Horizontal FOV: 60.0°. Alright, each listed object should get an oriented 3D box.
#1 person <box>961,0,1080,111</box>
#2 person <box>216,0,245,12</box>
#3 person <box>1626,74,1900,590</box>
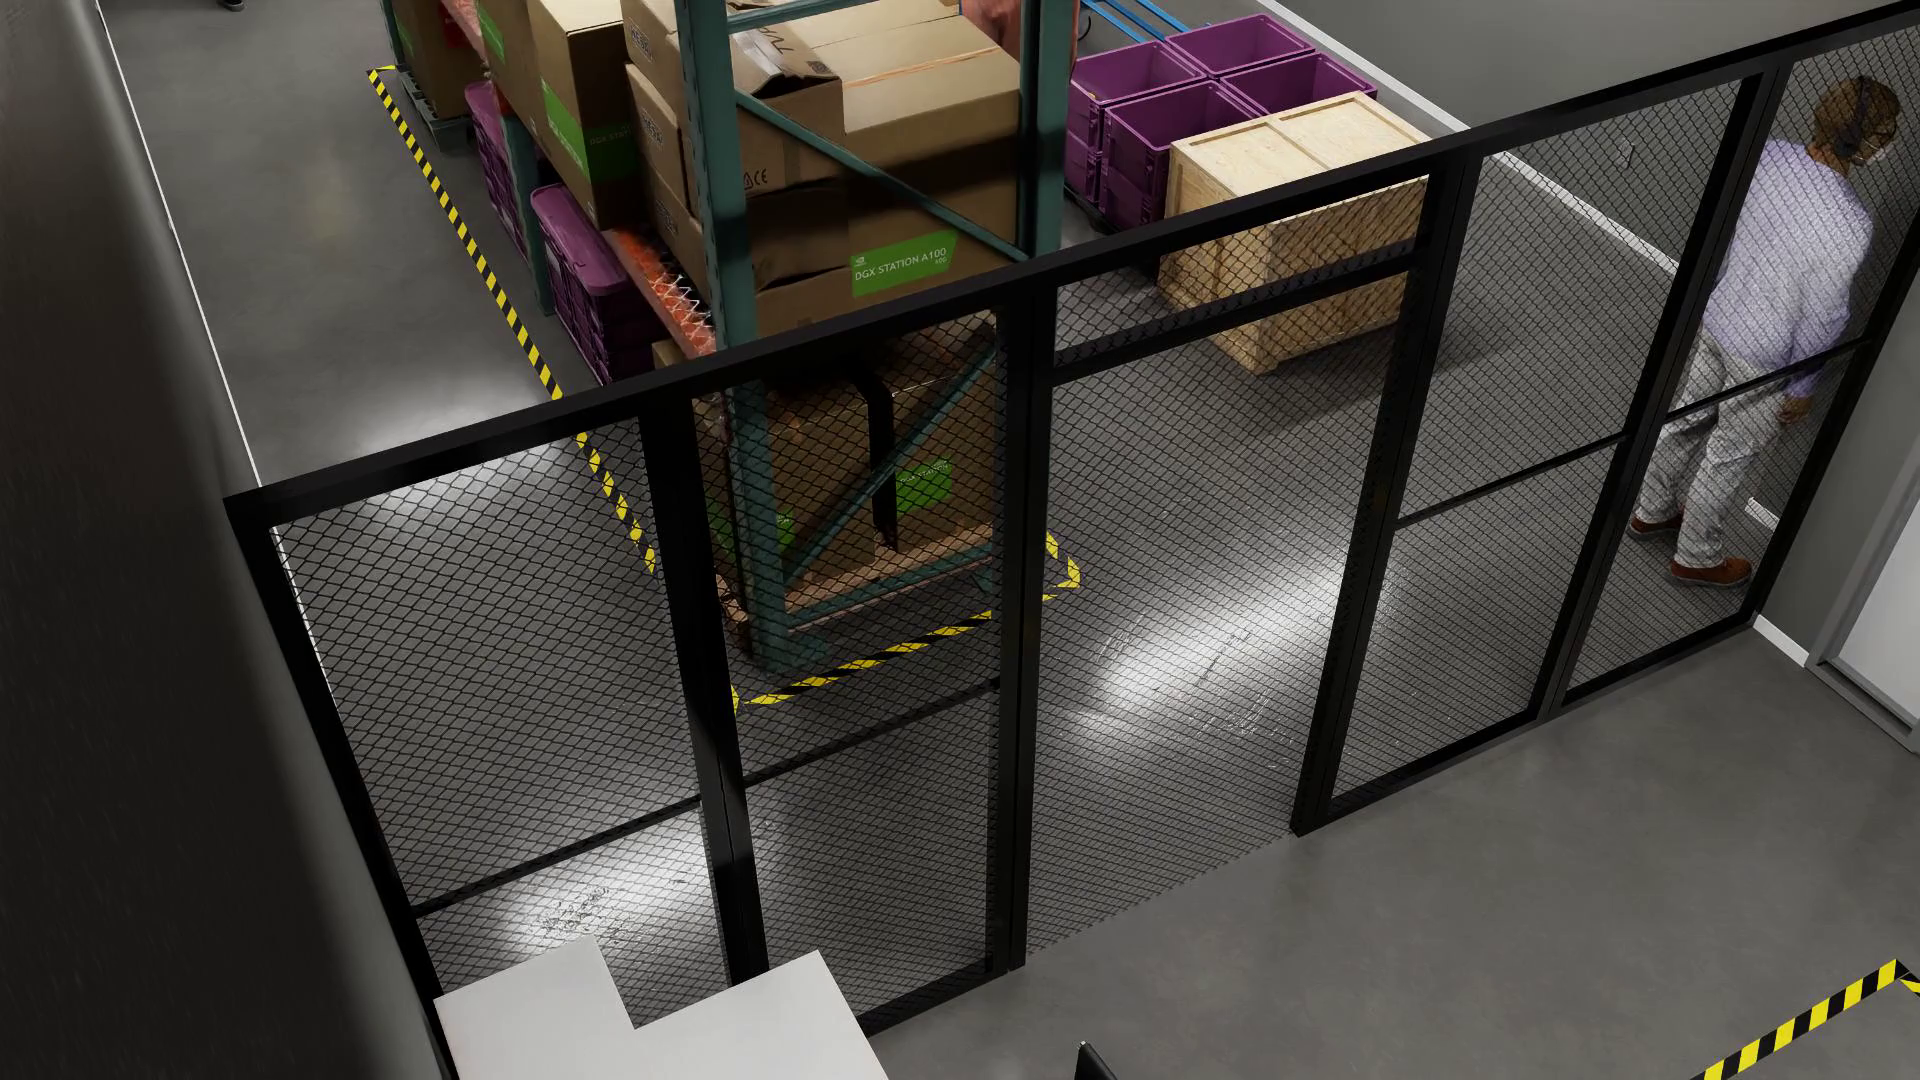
[{"bbox_3d":[0.226,-1.813,6.888,0.619,1.994,0.381,-32,51,-30],"label":"person"},{"bbox_3d":[-4.220,-3.889,9.286,0.591,1.820,0.404,-24,48,-24],"label":"person"},{"bbox_3d":[2.726,-0.675,5.686,0.374,1.938,0.627,-7,43,-8],"label":"person"}]
